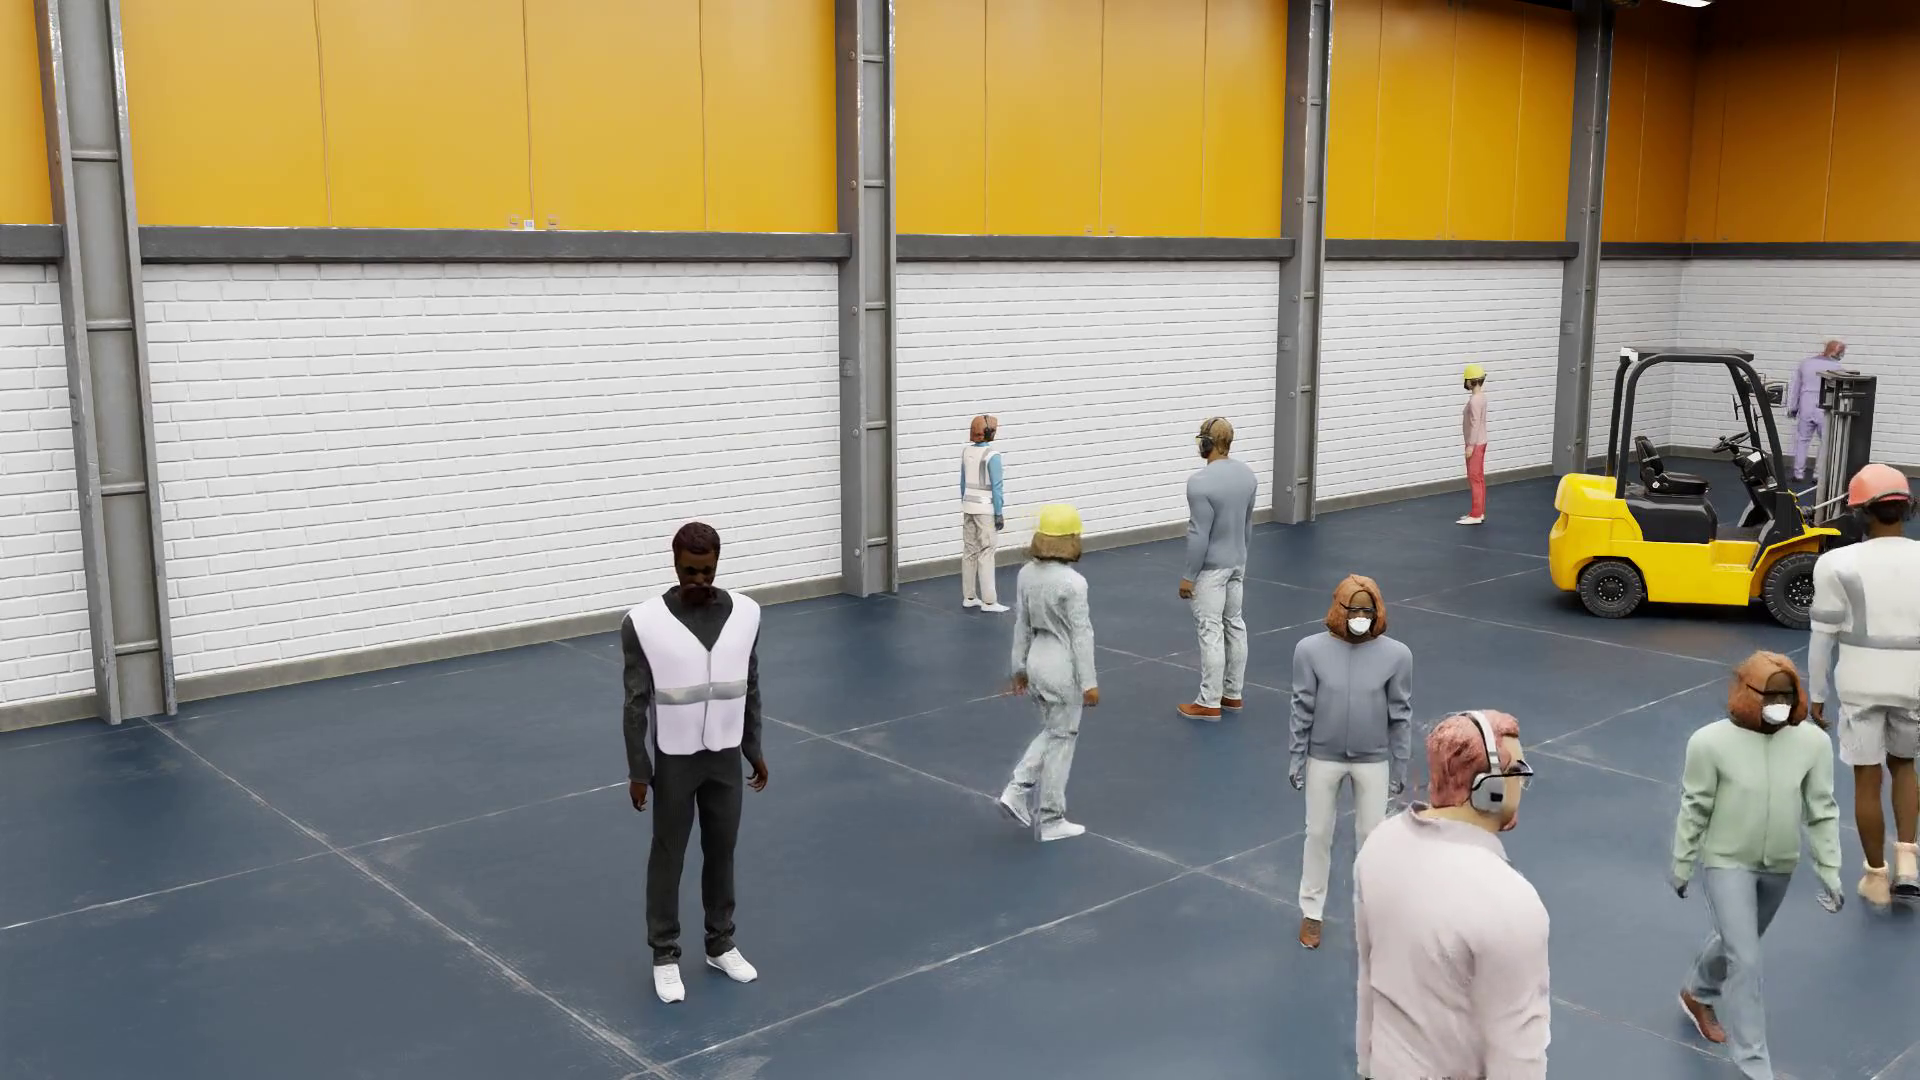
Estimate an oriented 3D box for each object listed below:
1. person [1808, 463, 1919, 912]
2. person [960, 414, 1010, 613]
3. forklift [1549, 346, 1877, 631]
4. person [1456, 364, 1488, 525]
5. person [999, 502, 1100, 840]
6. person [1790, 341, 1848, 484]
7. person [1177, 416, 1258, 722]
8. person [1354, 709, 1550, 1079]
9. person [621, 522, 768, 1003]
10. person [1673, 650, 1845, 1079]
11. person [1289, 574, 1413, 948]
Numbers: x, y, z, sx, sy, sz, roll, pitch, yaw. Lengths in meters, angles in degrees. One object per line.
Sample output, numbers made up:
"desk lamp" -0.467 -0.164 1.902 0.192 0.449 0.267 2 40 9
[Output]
"person" 4.153 0.665 7.507 0.645 2.014 0.472 2 10 14
"person" 0.182 -0.219 13.793 0.314 1.641 0.515 -7 12 -34
"forklift" 6.109 -0.478 13.691 2.313 2.155 1.214 3 10 16
"person" 5.629 -1.048 18.287 0.330 1.765 0.533 5 11 25
"person" 0.483 0.668 8.334 0.403 1.729 0.491 -6 11 -31
"person" 11.118 -1.644 21.507 0.397 1.869 0.741 -6 12 -33
"person" 1.621 0.183 10.566 0.371 1.941 0.627 9 13 44
"person" 1.128 1.333 3.987 0.667 1.886 0.652 -2 10 -12
"person" -1.061 0.863 6.664 0.596 1.911 0.375 -7 12 -34
"person" 2.817 1.158 5.937 0.509 1.592 0.876 -1 10 -3
"person" 1.647 0.943 7.046 0.504 1.629 0.280 2 10 11
